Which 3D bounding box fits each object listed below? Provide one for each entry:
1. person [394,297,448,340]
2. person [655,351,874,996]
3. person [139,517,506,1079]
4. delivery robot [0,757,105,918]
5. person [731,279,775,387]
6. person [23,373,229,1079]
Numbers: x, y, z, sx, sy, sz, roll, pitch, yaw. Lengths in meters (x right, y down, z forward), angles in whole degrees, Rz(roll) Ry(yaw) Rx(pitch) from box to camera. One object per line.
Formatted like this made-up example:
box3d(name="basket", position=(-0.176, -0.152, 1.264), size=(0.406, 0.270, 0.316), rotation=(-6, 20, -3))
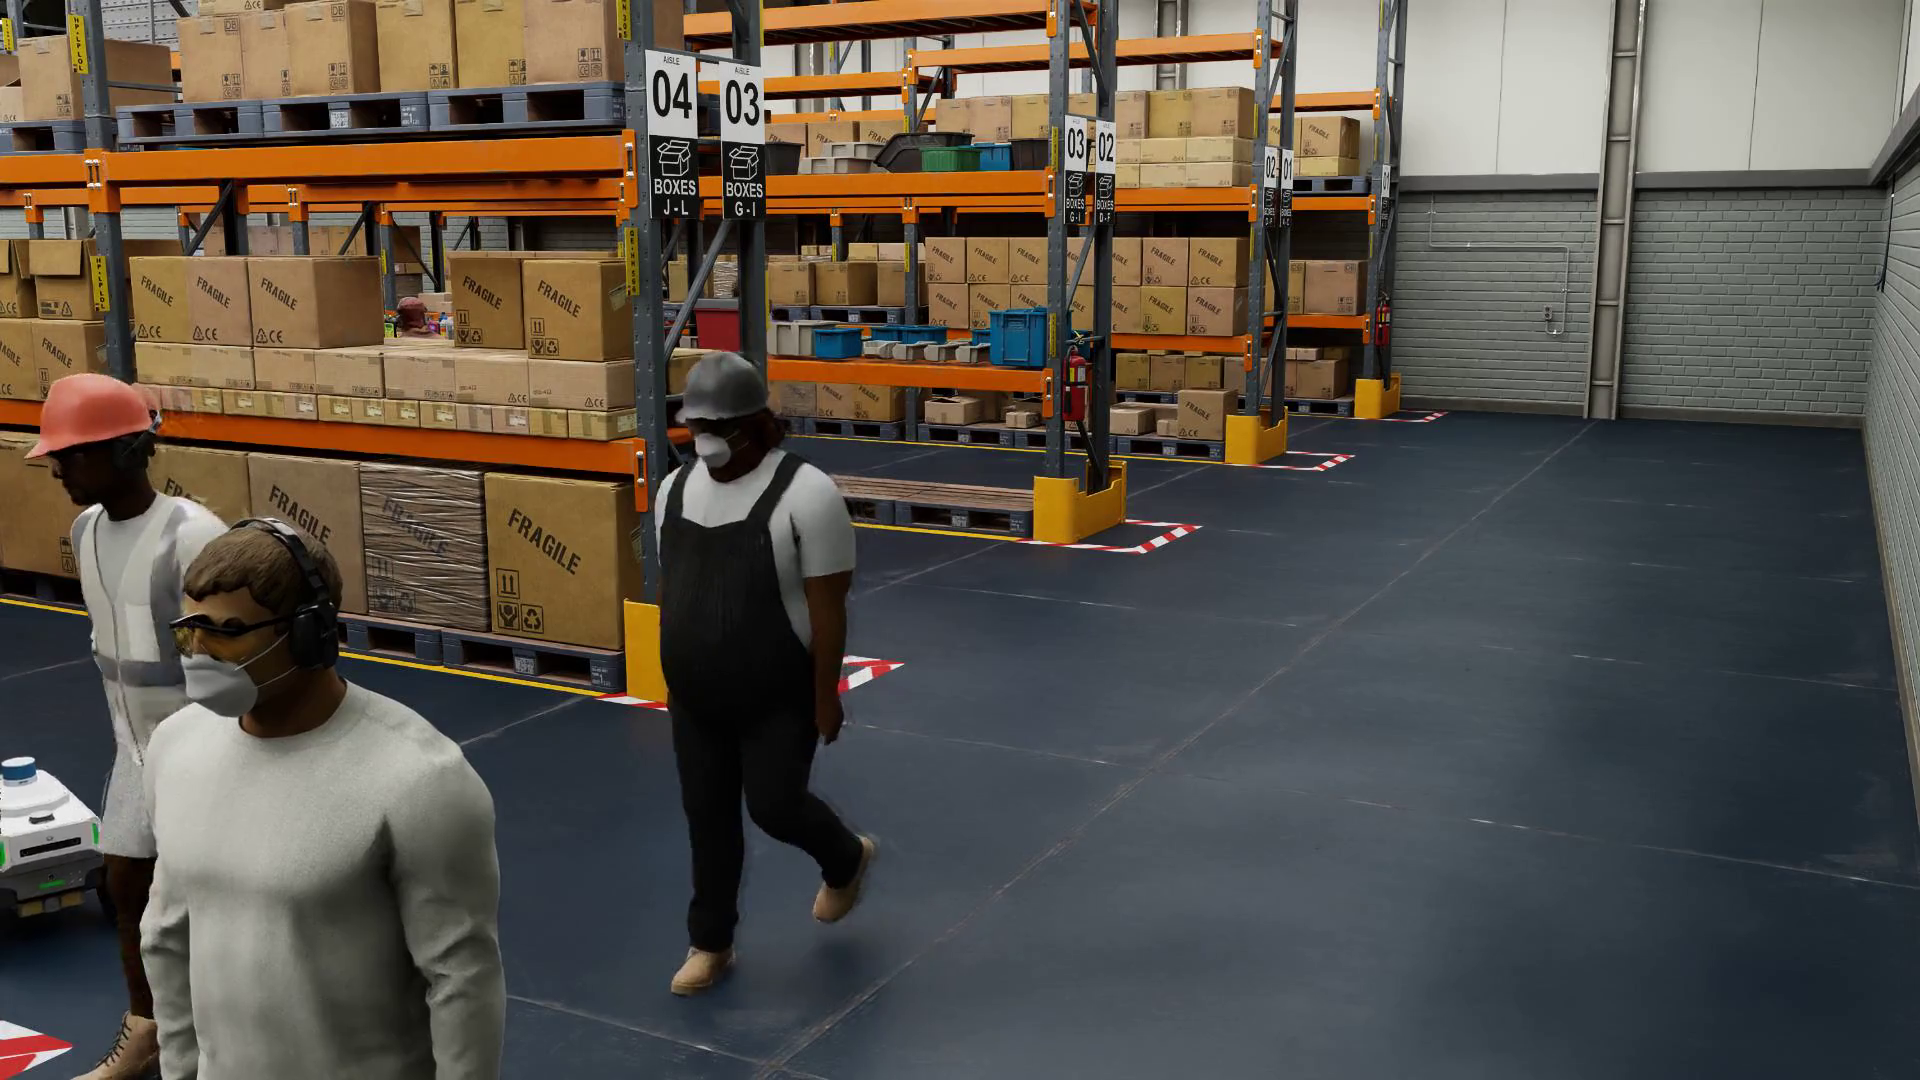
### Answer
box3d(name="person", position=(-3.968, -0.822, 12.203), size=(0.399, 1.905, 0.642), rotation=(6, 12, 30))
box3d(name="person", position=(-0.638, 0.384, 5.250), size=(0.697, 2.000, 0.739), rotation=(5, 12, 27))
box3d(name="person", position=(-1.010, 0.916, 2.623), size=(0.637, 1.938, 0.355), rotation=(4, 11, 21))
box3d(name="delivery robot", position=(-3.224, 0.992, 5.733), size=(0.477, 0.478, 0.707), rotation=(-9, 14, -41))
box3d(name="person", position=(-2.320, -1.779, 17.423), size=(0.985, 1.893, 0.649), rotation=(9, 14, 41))
box3d(name="person", position=(-2.127, 0.543, 4.554), size=(0.624, 2.005, 0.714), rotation=(5, 11, 25))
